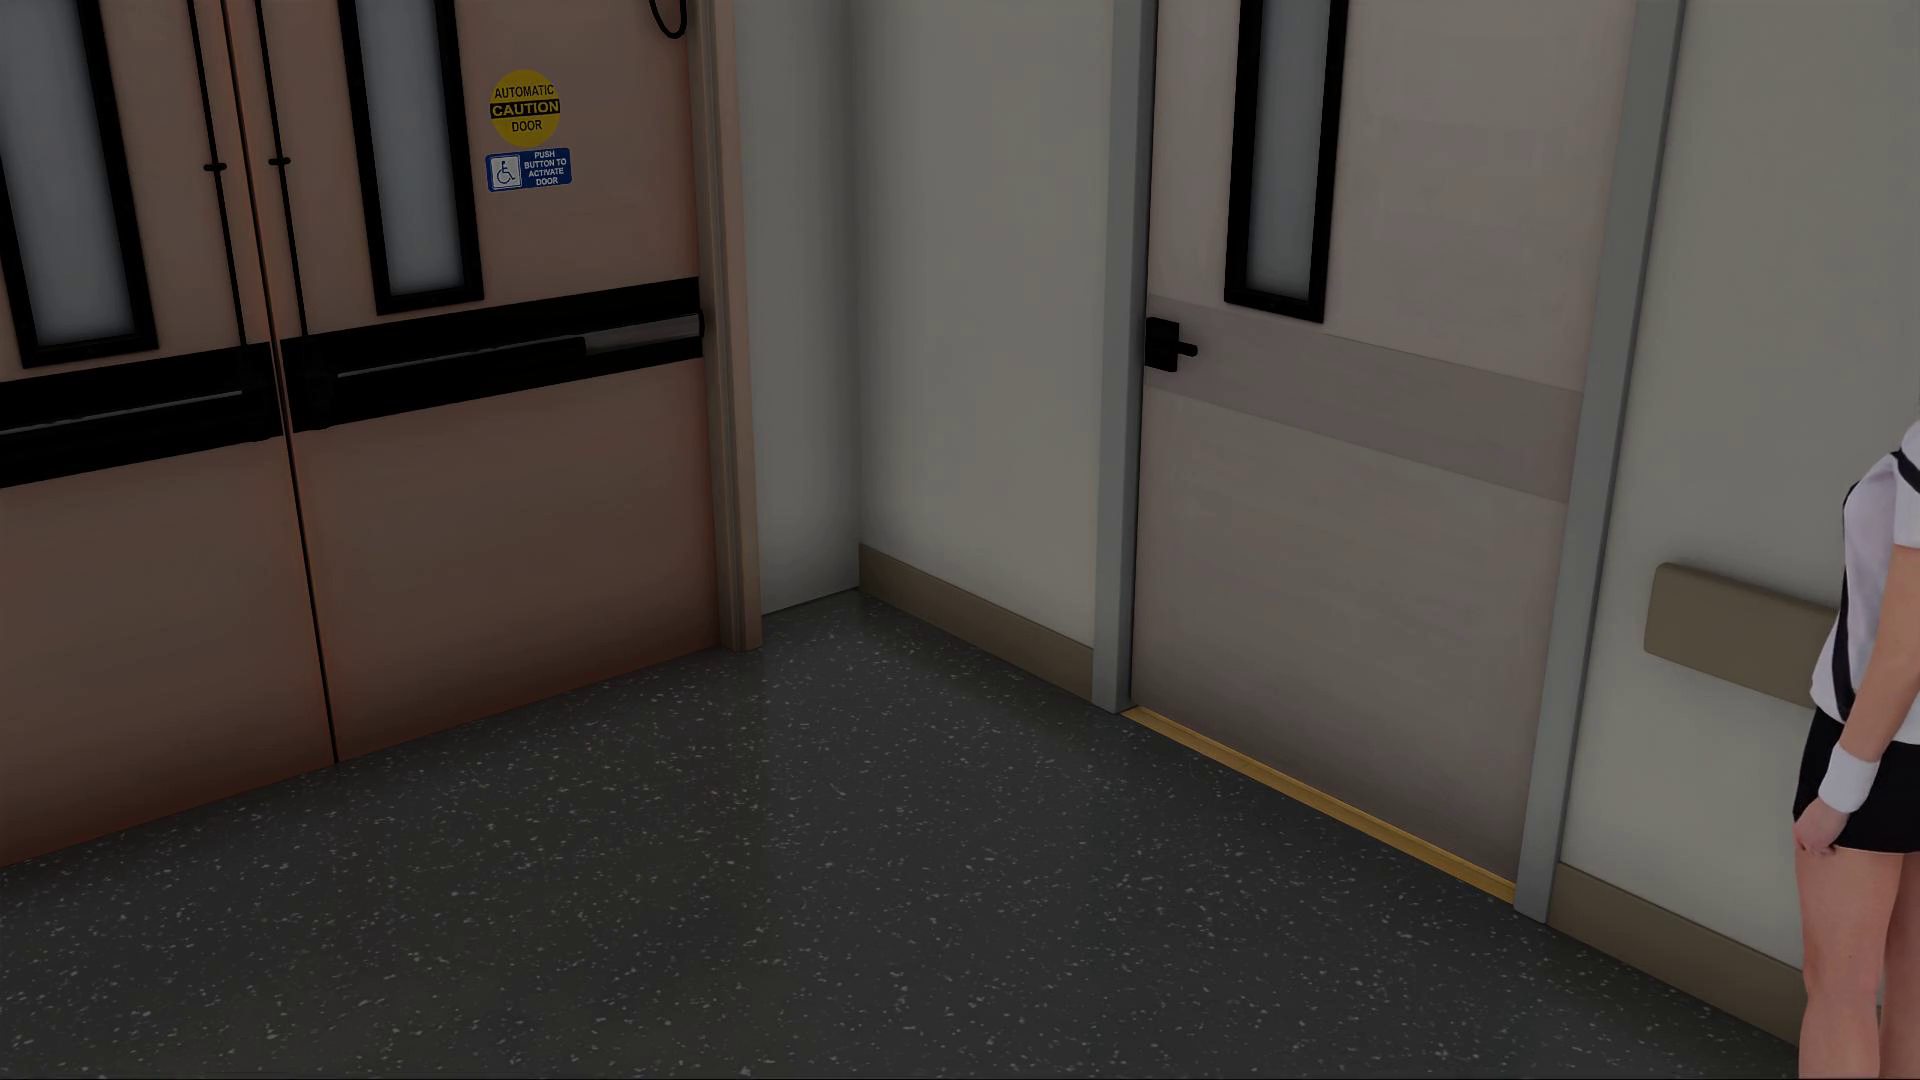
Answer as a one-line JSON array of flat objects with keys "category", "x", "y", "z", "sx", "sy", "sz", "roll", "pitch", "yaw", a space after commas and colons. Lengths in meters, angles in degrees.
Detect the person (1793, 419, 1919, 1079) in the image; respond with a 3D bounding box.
[{"category": "person", "x": 1.462, "y": 0.323, "z": 2.546, "sx": 0.603, "sy": 1.752, "sz": 0.597, "roll": -12, "pitch": 24, "yaw": -29}]
